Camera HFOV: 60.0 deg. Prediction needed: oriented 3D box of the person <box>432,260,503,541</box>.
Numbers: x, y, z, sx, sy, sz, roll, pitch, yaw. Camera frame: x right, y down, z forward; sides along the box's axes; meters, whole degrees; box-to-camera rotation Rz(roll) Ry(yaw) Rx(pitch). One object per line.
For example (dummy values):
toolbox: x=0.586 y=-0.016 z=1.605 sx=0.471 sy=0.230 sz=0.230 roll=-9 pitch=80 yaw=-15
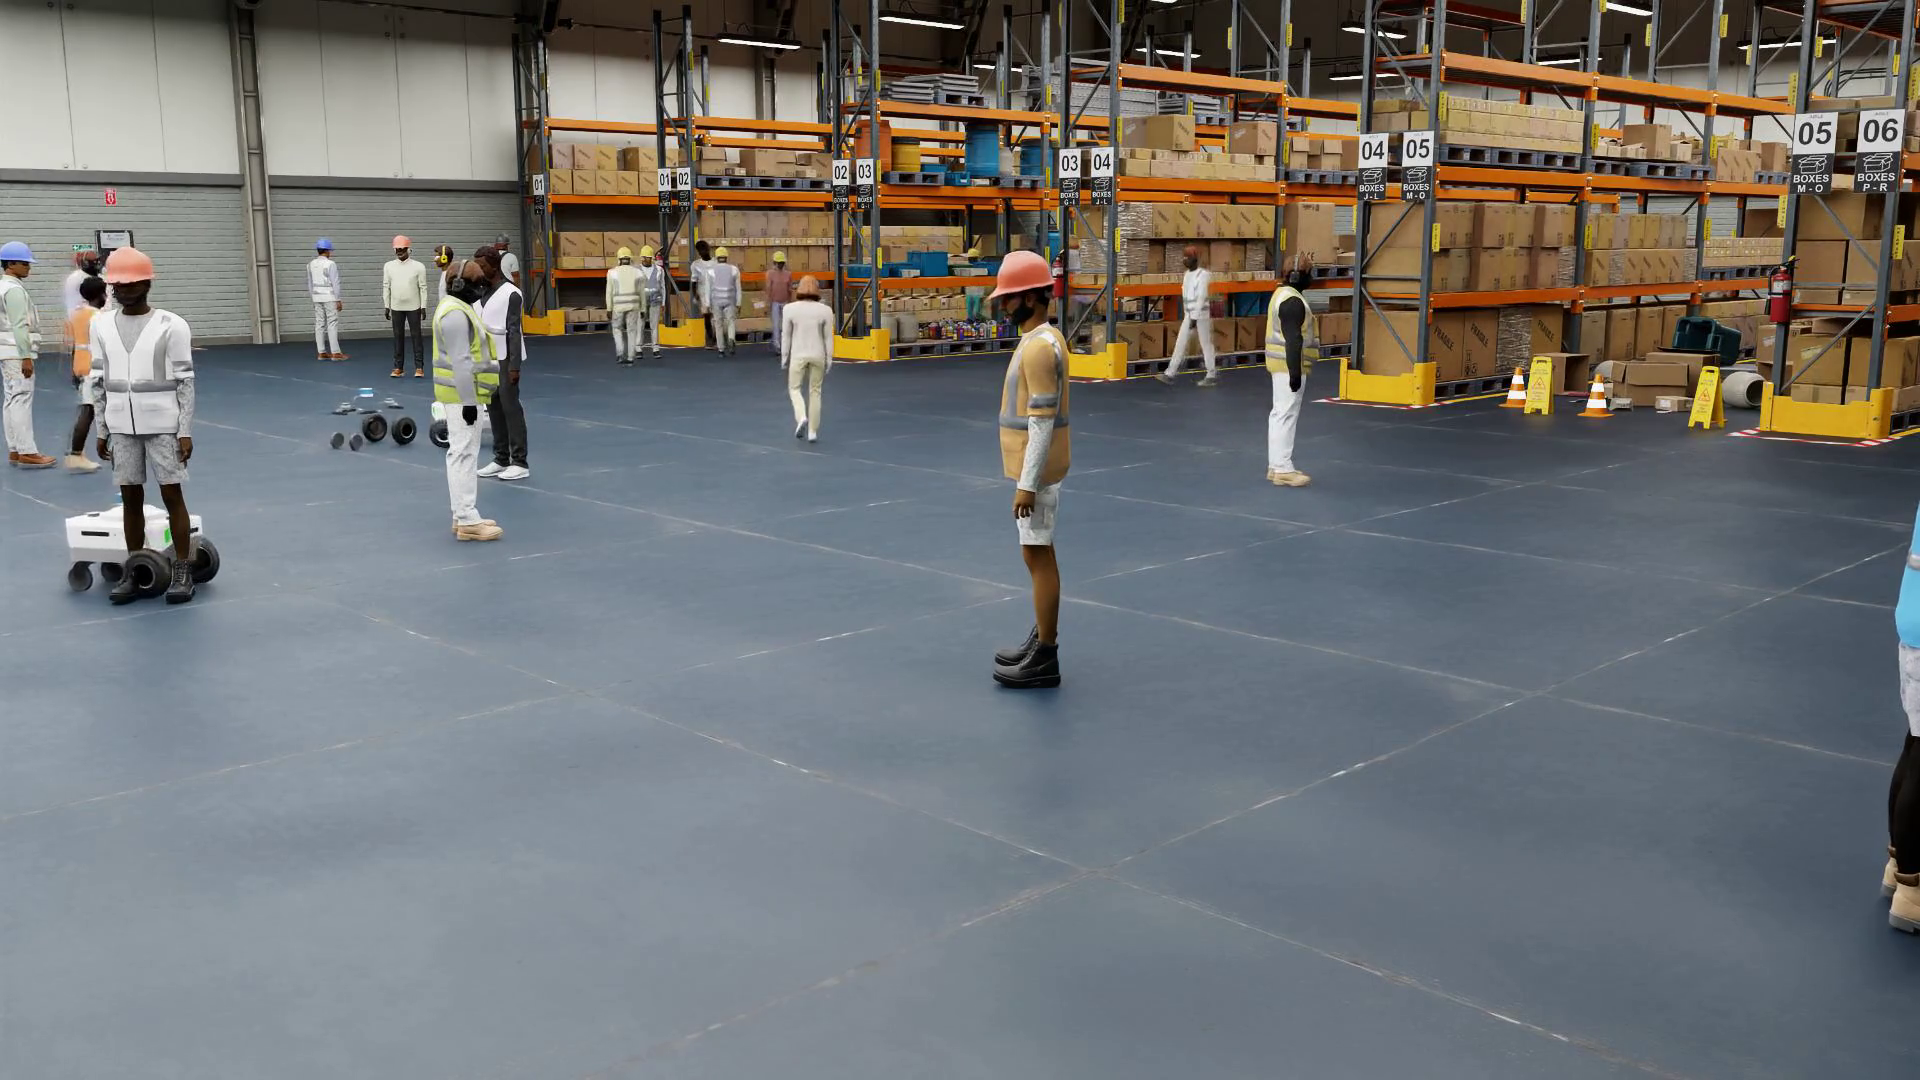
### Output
person: x=-3.280 y=-0.934 z=11.085 sx=0.430 sy=1.838 sz=0.619 roll=-4 pitch=11 yaw=-19

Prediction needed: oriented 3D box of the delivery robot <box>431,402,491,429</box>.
delivery robot: x=-4.712 y=-1.230 z=16.053 sx=0.707 sy=0.478 sz=0.477 roll=-1 pitch=10 yaw=-7

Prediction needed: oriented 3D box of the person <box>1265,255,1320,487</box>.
person: x=2.692 y=-1.378 z=13.485 sx=0.429 sy=1.841 sz=0.634 roll=0 pitch=10 yaw=3

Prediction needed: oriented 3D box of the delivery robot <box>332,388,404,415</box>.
delivery robot: x=-5.684 y=-1.344 z=15.963 sx=0.335 sy=0.223 sz=0.698 roll=6 pitch=12 yaw=30

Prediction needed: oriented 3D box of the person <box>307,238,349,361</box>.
person: x=-10.187 y=-3.863 z=26.741 sx=0.601 sy=1.949 sz=0.384 roll=5 pitch=11 yaw=23

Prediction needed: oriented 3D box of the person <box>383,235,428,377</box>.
person: x=-7.873 y=-3.312 z=23.612 sx=0.611 sy=1.995 sz=0.380 roll=-1 pitch=10 yaw=-4

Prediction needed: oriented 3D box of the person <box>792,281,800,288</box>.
person: x=-3.436 y=-5.156 z=34.518 sx=0.541 sy=1.684 sz=0.634 roll=8 pitch=13 yaw=37

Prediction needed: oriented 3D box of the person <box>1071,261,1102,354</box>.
person: x=2.238 y=-4.096 z=28.160 sx=0.940 sy=1.882 sz=0.604 roll=-6 pitch=12 yaw=-28

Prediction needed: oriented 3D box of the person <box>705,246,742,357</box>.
person: x=-3.908 y=-3.932 z=27.465 sx=0.593 sy=1.820 sz=0.430 roll=-1 pitch=10 yaw=-8

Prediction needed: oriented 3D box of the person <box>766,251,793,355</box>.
person: x=-3.019 y=-3.984 z=27.981 sx=0.523 sy=1.741 sz=0.364 roll=-6 pitch=12 yaw=-31

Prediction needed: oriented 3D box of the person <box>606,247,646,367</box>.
person: x=-5.145 y=-3.585 z=25.583 sx=0.628 sy=1.813 sz=0.543 roll=-4 pitch=11 yaw=-21

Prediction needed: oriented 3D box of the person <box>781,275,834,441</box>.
person: x=-1.470 y=-1.753 z=16.109 sx=0.525 sy=1.620 sz=0.456 roll=-2 pitch=11 yaw=-10

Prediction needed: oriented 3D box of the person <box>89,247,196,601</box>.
person: x=-4.476 y=-0.623 z=9.113 sx=0.545 sy=1.935 sz=0.369 roll=-1 pitch=10 yaw=-3

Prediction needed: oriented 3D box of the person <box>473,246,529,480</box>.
person: x=-3.824 y=-1.473 z=13.823 sx=0.589 sy=1.914 sz=0.377 roll=8 pitch=13 yaw=38

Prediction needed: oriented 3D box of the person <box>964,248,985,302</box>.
person: x=0.309 y=-4.703 z=31.858 sx=0.486 sy=1.748 sz=0.535 roll=-9 pitch=14 yaw=-42

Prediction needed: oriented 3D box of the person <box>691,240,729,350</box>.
person: x=-4.410 y=-4.331 z=29.383 sx=0.685 sy=1.922 sz=0.659 roll=-2 pitch=11 yaw=-12

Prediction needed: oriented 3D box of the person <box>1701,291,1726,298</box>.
person: x=14.265 y=-4.750 z=31.722 sx=0.973 sy=1.888 sz=0.549 roll=-8 pitch=13 yaw=-36

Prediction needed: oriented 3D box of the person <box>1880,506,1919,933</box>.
person: x=2.880 y=0.287 z=4.805 sx=0.317 sy=1.697 sz=0.543 roll=5 pitch=12 yaw=27

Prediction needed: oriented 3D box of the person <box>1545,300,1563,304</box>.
person: x=10.987 y=-4.653 z=30.800 sx=0.387 sy=2.039 sz=0.616 roll=-2 pitch=11 yaw=-11

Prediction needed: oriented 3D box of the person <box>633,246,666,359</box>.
person: x=-5.100 y=-3.886 z=27.203 sx=0.588 sy=1.827 sz=0.404 roll=-4 pitch=11 yaw=-19

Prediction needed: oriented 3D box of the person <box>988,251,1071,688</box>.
person: x=0.309 y=-0.317 z=7.454 sx=0.369 sy=1.933 sz=0.543 roll=1 pitch=10 yaw=5

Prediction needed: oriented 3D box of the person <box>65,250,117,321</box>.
person: x=-10.062 y=-2.487 z=19.579 sx=0.756 sy=1.819 sz=0.654 roll=2 pitch=11 yaw=10

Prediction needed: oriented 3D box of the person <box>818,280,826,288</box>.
person: x=-3.020 y=-5.606 z=37.161 sx=0.591 sy=1.613 sz=0.510 roll=-10 pitch=14 yaw=-42

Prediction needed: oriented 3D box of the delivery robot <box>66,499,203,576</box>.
delivery robot: x=-4.720 y=-0.030 z=9.509 sx=0.707 sy=0.478 sz=0.477 roll=2 pitch=11 yaw=12

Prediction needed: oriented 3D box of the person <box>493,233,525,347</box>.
person: x=-8.171 y=-4.470 z=29.921 sx=0.676 sy=2.000 sz=0.536 roll=3 pitch=11 yaw=15

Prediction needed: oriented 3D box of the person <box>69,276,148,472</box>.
person: x=-7.352 y=-1.442 z=14.343 sx=0.555 sy=1.637 sz=0.902 roll=9 pitch=14 yaw=39

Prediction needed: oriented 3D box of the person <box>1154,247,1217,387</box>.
person: x=3.043 y=-2.943 z=22.018 sx=0.944 sy=1.836 sz=0.588 roll=-5 pitch=12 yaw=-27

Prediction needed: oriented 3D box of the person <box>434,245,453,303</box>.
person: x=-6.550 y=-2.823 z=21.289 sx=0.312 sy=1.869 sz=0.538 roll=-3 pitch=11 yaw=-16

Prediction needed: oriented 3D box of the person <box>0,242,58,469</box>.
person: x=-8.177 y=-1.608 z=14.459 sx=0.402 sy=1.944 sz=0.605 roll=-9 pitch=13 yaw=-39
